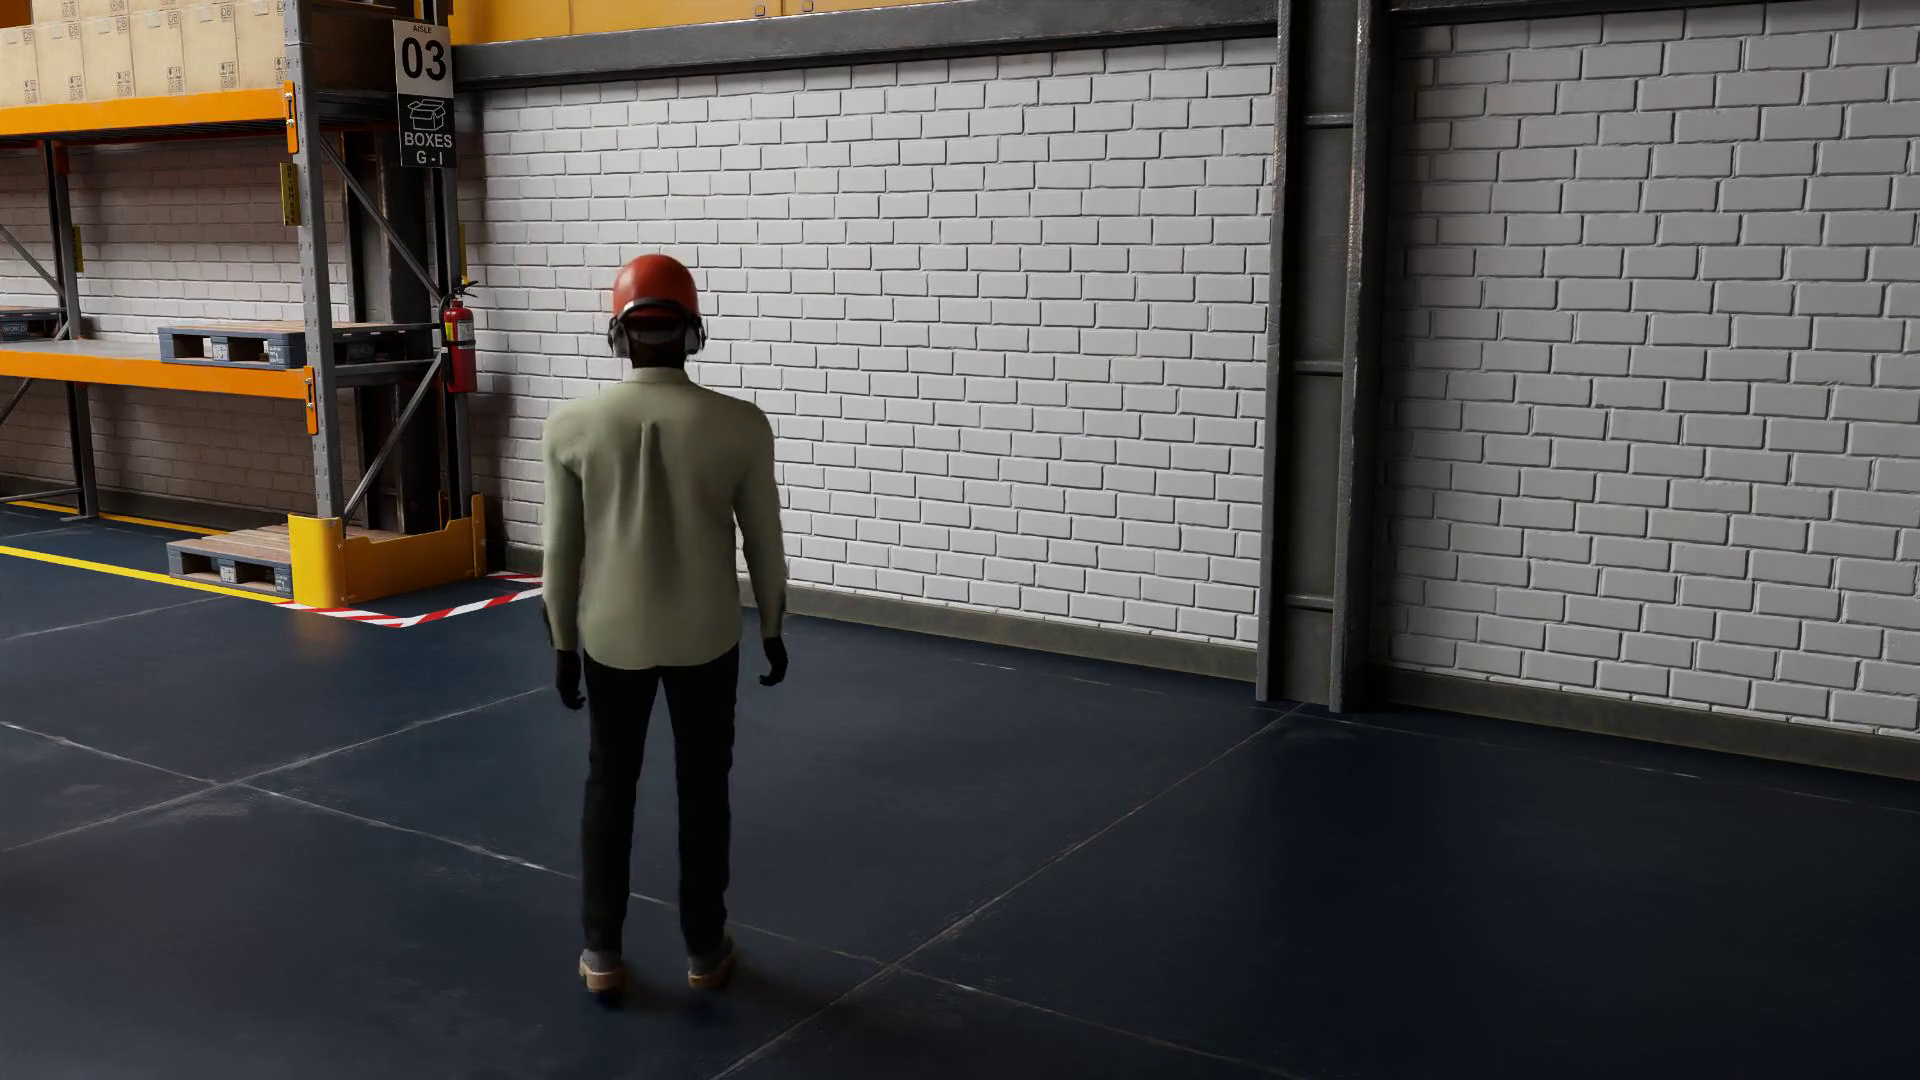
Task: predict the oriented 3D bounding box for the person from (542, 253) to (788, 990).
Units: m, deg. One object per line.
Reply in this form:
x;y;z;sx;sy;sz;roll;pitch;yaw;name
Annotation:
-0.771;0.247;4.424;0.628;1.990;0.438;0;10;0;person
